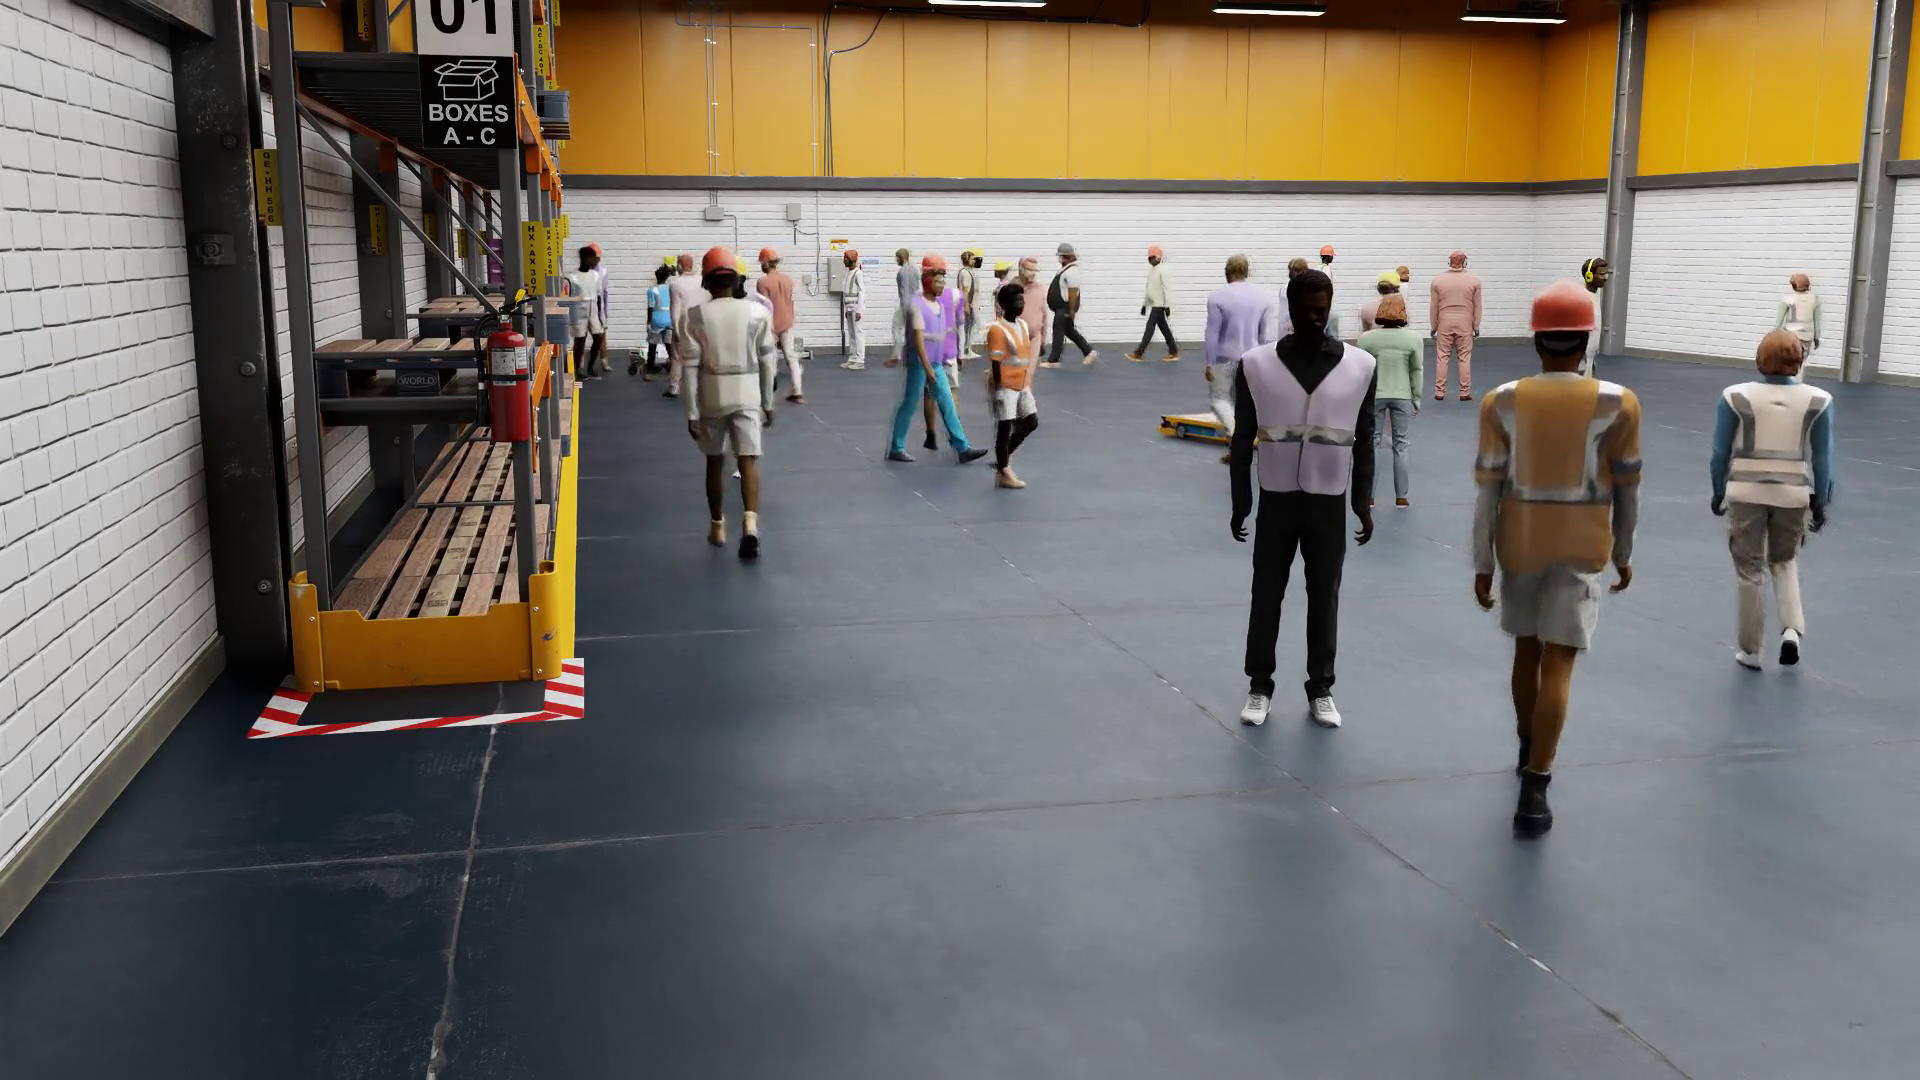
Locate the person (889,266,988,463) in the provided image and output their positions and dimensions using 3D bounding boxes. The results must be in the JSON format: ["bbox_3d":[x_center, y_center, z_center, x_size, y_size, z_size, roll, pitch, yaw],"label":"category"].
[{"bbox_3d":[-0.251,-1.581,15.152,0.981,1.792,0.573,6,12,32],"label":"person"}]

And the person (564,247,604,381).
[{"bbox_3d":[-5.405,-3.258,24.049,0.681,1.932,0.613,-10,14,-44],"label":"person"}]

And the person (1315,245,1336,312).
[{"bbox_3d":[6.579,-4.332,29.994,0.358,1.938,0.542,-2,10,-9],"label":"person"}]

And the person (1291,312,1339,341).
[{"bbox_3d":[3.489,-1.719,16.460,0.503,1.589,0.851,5,11,24],"label":"person"}]

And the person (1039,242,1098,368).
[{"bbox_3d":[1.756,-3.765,26.566,0.914,2.000,0.682,0,10,-2],"label":"person"}]

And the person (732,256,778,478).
[{"bbox_3d":[-1.880,-1.443,14.078,0.617,1.899,0.718,2,10,12],"label":"person"}]

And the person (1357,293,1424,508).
[{"bbox_3d":[3.262,-1.055,12.677,0.507,1.633,0.277,2,10,10],"label":"person"}]

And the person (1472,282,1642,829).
[{"bbox_3d":[2.117,0.034,5.949,0.545,1.891,1.003,6,12,30],"label":"person"}]

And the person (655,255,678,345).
[{"bbox_3d":[-4.700,-3.709,26.920,0.646,1.794,0.645,-3,11,-15],"label":"person"}]

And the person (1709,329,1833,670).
[{"bbox_3d":[3.824,-0.184,7.887,0.512,1.623,0.373,2,10,13],"label":"person"}]

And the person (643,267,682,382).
[{"bbox_3d":[-4.285,-3.099,23.956,0.595,1.647,0.710,-10,14,-44],"label":"person"}]

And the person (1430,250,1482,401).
[{"bbox_3d":[6.301,-2.722,21.161,0.643,1.909,0.410,4,11,19],"label":"person"}]

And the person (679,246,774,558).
[{"bbox_3d":[-1.497,-0.893,10.771,0.609,2.008,0.983,-2,10,-11],"label":"person"}]

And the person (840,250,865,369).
[{"bbox_3d":[-1.688,-3.648,26.357,0.362,1.883,0.576,-4,11,-23],"label":"person"}]

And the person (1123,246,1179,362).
[{"bbox_3d":[3.244,-3.946,27.860,1.044,1.935,0.639,-3,11,-15],"label":"person"}]

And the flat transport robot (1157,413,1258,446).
[{"bbox_3d":[2.700,-1.135,16.900,0.652,0.197,1.431,-6,12,-30],"label":"flat transport robot"}]

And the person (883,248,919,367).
[{"bbox_3d":[-0.918,-3.741,26.802,0.783,1.902,0.646,4,11,21],"label":"person"}]

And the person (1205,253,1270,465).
[{"bbox_3d":[2.477,-1.607,14.939,0.654,1.922,0.475,-4,11,-21],"label":"person"}]

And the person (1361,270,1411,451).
[{"bbox_3d":[4.143,-1.729,16.105,0.518,1.733,0.743,7,12,34],"label":"person"}]

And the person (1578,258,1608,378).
[{"bbox_3d":[5.934,-1.730,15.770,0.310,1.868,0.532,6,12,31],"label":"person"}]

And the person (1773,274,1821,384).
[{"bbox_3d":[10.399,-2.501,20.730,0.539,1.612,0.627,0,10,0],"label":"person"}]

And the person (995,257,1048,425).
[{"bbox_3d":[0.686,-2.197,18.413,0.613,1.845,0.914,-1,10,-4],"label":"person"}]

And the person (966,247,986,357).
[{"bbox_3d":[0.242,-4.114,28.873,0.443,1.905,0.588,-1,10,-5],"label":"person"}]

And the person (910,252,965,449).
[{"bbox_3d":[-0.208,-1.810,16.063,0.560,1.925,0.634,-3,11,-15],"label":"person"}]

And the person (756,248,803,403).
[{"bbox_3d":[-2.361,-2.699,20.950,1.067,1.928,0.630,10,14,44],"label":"person"}]

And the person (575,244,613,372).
[{"bbox_3d":[-5.766,-3.598,25.878,0.629,1.979,0.894,-7,12,-33],"label":"person"}]

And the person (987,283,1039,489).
[{"bbox_3d":[0.423,-1.257,13.631,0.362,1.686,0.550,6,12,32],"label":"person"}]

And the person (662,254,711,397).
[{"bbox_3d":[-3.472,-2.736,21.381,0.648,1.862,0.953,-9,13,-40],"label":"person"}]

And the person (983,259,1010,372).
[{"bbox_3d":[0.721,-3.425,25.508,0.678,1.748,0.528,2,10,10],"label":"person"}]

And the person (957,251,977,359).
[{"bbox_3d":[0.110,-4.019,28.514,0.350,1.846,0.506,-1,10,-3],"label":"person"}]

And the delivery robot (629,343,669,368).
[{"bbox_3d":[-4.655,-2.817,25.172,0.477,0.478,0.707,8,13,37],"label":"delivery robot"}]

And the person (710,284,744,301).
[{"bbox_3d":[-3.294,-3.035,23.143,0.642,1.823,0.449,-10,14,-43],"label":"person"}]

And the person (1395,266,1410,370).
[{"bbox_3d":[6.911,-3.489,26.169,0.277,1.631,0.506,-3,11,-17],"label":"person"}]

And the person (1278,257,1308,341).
[{"bbox_3d":[3.891,-2.341,19.231,0.631,1.840,0.429,-7,12,-34],"label":"person"}]

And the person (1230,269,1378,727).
[{"bbox_3d":[1.436,-0.171,6.995,0.600,1.915,0.376,1,10,7],"label":"person"}]
